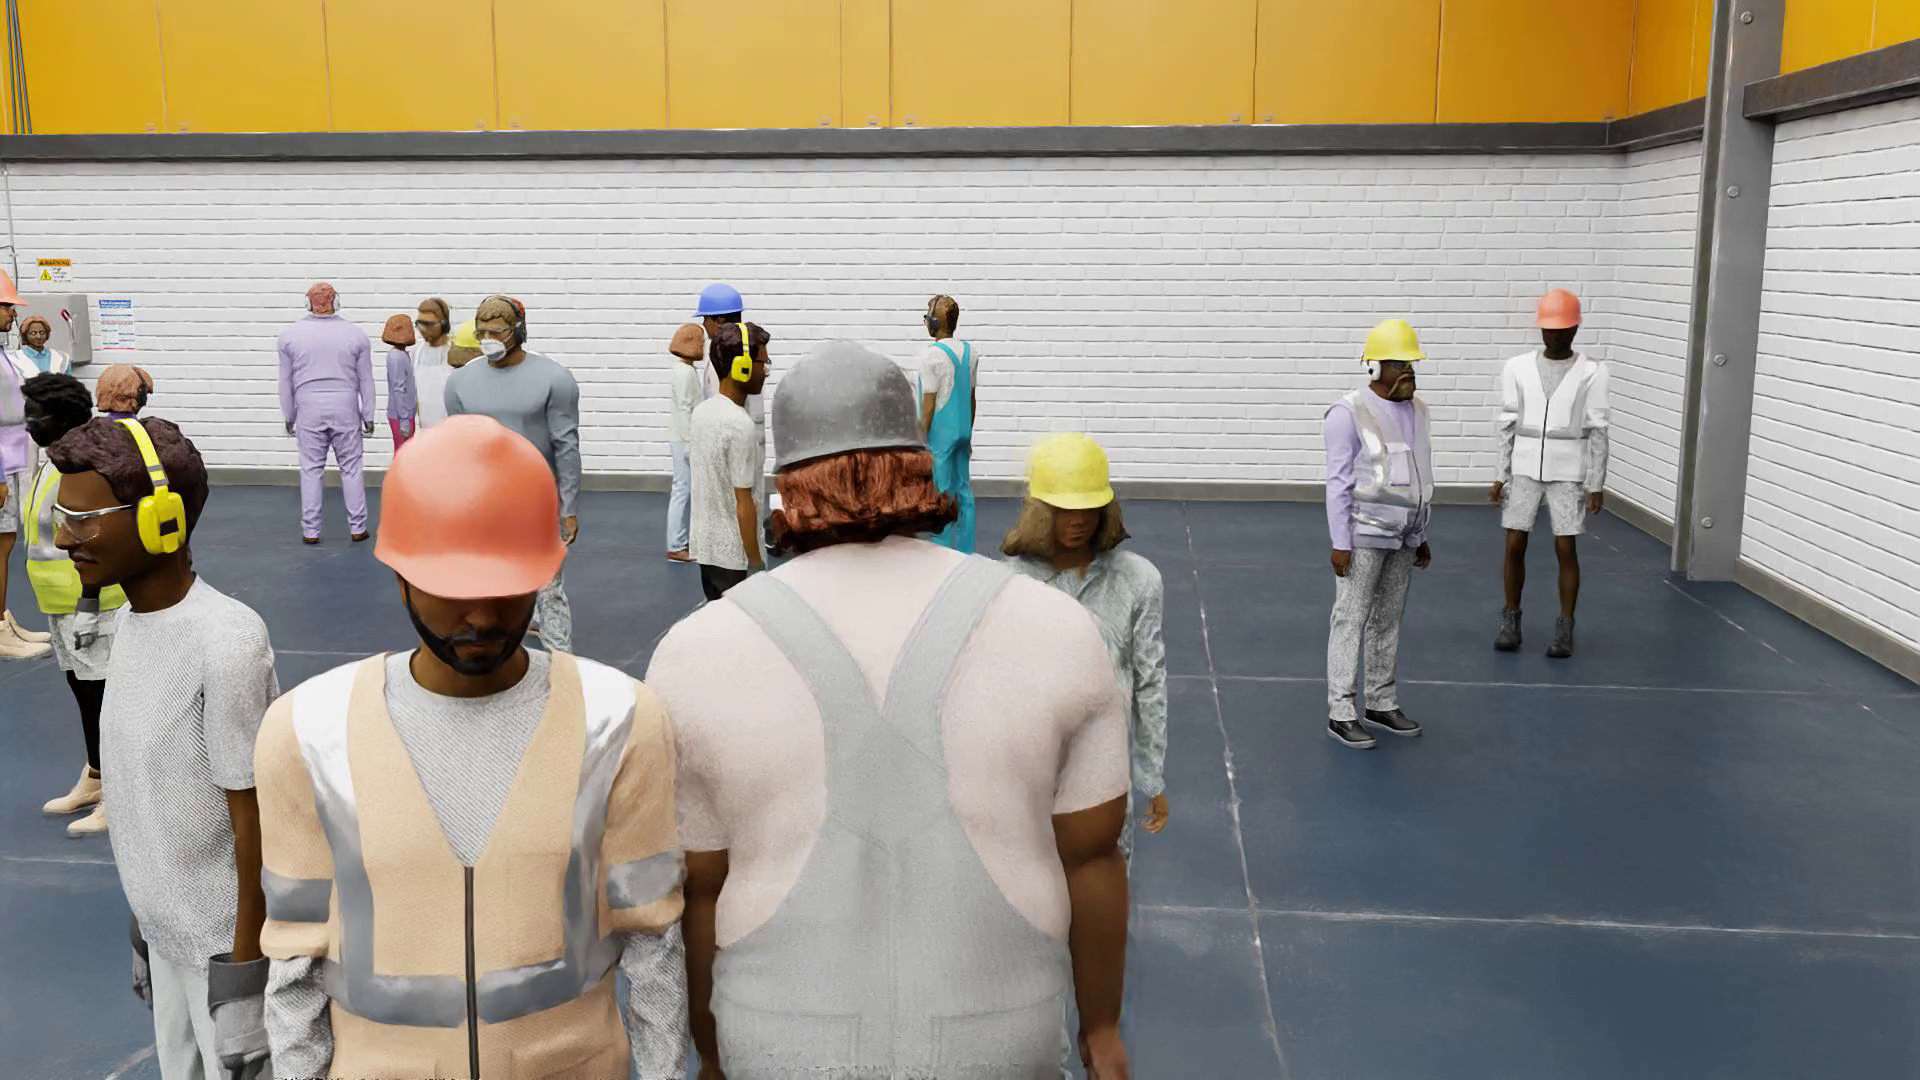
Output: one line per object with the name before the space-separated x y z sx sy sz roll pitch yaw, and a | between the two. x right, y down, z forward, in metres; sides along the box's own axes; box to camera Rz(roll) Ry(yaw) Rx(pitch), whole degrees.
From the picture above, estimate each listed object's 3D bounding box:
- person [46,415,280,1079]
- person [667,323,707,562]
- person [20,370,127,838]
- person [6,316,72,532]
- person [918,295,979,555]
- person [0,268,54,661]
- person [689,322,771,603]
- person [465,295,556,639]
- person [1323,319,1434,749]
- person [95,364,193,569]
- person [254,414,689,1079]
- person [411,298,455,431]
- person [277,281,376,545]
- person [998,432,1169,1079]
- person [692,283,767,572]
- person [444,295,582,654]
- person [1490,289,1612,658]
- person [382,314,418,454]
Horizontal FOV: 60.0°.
person | -1.317 0.711 2.871 0.510 1.861 0.324 9 13 42
person | -1.872 -0.671 11.428 0.282 1.628 0.515 -1 10 -5
person | -3.229 0.228 6.088 0.318 1.697 0.533 -9 13 -40
person | -6.872 -0.855 12.455 0.310 1.638 0.523 7 12 36
person | -0.099 -0.620 10.528 0.345 1.844 0.504 8 13 40
person | -4.983 -0.393 8.658 0.382 2.040 0.616 -5 11 -25
person | -0.863 0.095 6.409 0.343 1.857 0.521 -5 11 -27
person | -2.403 -0.363 8.936 0.353 1.884 0.578 8 13 38
person | 1.823 -0.031 7.180 0.586 1.835 0.403 -7 12 -35
person | -3.675 0.036 7.385 0.523 1.631 0.318 -1 10 -6
person | -0.637 0.786 2.251 0.551 1.925 0.389 -3 10 -15
person | -3.345 -0.637 10.696 0.509 1.818 0.570 4 11 20
person | -4.576 -0.918 12.075 0.647 1.901 0.405 -4 11 -20
person | 0.232 0.564 4.123 0.496 1.717 0.655 -3 10 -18
person | -1.273 -0.447 9.245 0.408 1.942 0.616 2 10 9
person | -2.031 -0.144 7.575 0.636 1.928 0.383 1 10 6
person | 3.094 -0.346 8.739 0.573 1.931 0.394 6 12 32
person | -4.293 -0.927 12.875 0.280 1.636 0.503 -3 10 -15
